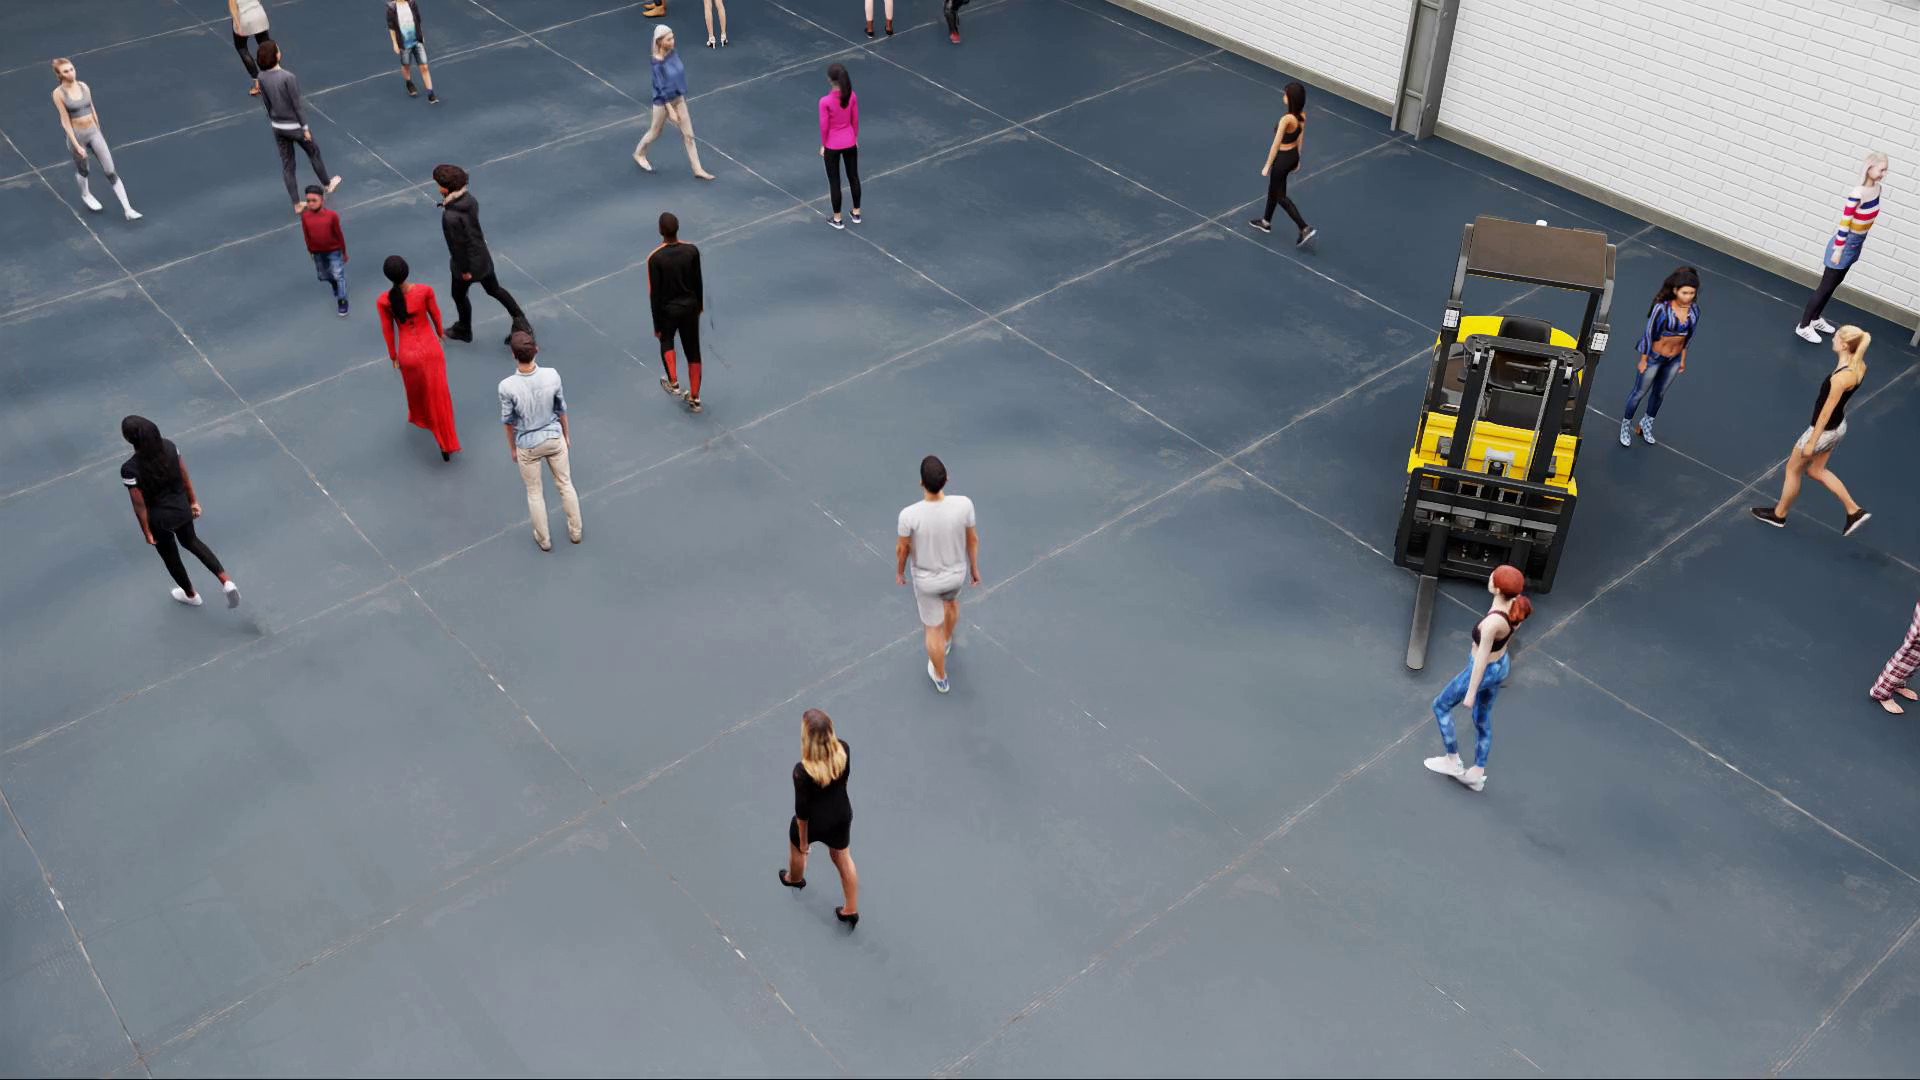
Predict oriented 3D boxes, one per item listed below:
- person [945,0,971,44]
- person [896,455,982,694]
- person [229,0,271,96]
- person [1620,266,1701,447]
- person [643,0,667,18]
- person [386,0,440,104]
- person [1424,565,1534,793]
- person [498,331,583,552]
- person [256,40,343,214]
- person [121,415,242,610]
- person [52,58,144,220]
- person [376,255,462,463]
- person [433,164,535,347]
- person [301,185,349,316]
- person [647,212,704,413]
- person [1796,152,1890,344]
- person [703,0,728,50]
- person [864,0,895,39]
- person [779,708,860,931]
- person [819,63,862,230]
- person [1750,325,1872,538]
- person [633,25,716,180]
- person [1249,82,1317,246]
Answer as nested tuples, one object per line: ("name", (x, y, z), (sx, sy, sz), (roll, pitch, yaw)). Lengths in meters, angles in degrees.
("person", (-0.101, -7.081, 20.487), (0.803, 1.791, 0.941), (-13, 41, -16))
("person", (-0.120, 0.282, 11.224), (0.917, 1.835, 1.020), (-11, 40, -13))
("person", (-8.044, -5.909, 18.992), (0.708, 1.814, 0.667), (25, 45, 28))
("person", (5.744, -1.489, 13.619), (0.694, 1.614, 0.717), (-5, 39, -6))
("person", (-3.935, -7.537, 21.114), (0.765, 1.711, 0.676), (-2, 39, -2))
("person", (-6.362, -5.756, 19.126), (0.608, 1.408, 0.993), (-23, 44, -26))
("person", (3.363, 0.926, 10.476), (0.582, 1.772, 0.651), (-29, 47, -32))
("person", (-3.155, -0.733, 12.485), (0.677, 1.848, 0.616), (-19, 42, -22))
("person", (-6.831, -4.144, 16.838), (0.997, 1.744, 1.025), (7, 39, 9))
("person", (-5.587, -0.150, 11.861), (1.037, 1.715, 0.821), (19, 42, 22))
("person", (-8.871, -4.028, 16.767), (1.199, 1.652, 0.742), (25, 45, 28))
("person", (-4.347, -1.428, 13.455), (0.899, 1.733, 1.217), (-12, 40, -15))
("person", (-4.264, -2.483, 14.759), (1.203, 1.743, 1.038), (7, 39, 9))
("person", (-5.877, -2.732, 15.471), (0.706, 1.244, 0.795), (-3, 39, -4))
("person", (-2.331, -1.871, 13.954), (0.767, 1.792, 0.891), (-17, 42, -21))
("person", (7.939, -2.643, 14.907), (0.646, 1.808, 0.487), (-28, 46, -30))
("person", (-3.050, -6.864, 20.249), (0.639, 1.738, 0.638), (-13, 40, -16))
("person", (-1.019, -7.095, 20.555), (0.684, 1.718, 0.691), (-5, 39, -6))
("person", (-0.735, 1.676, 9.629), (0.581, 1.647, 0.859), (-29, 47, -31))
("person", (-1.191, -3.945, 16.632), (0.611, 1.701, 0.608), (-21, 43, -24))
("person", (6.625, -0.784, 12.569), (1.062, 1.821, 0.696), (30, 48, 32))
("person", (-3.145, -4.577, 17.461), (1.275, 1.655, 0.932), (18, 42, 21))
("person", (3.249, -3.662, 16.336), (1.056, 1.619, 0.674), (27, 46, 30))
